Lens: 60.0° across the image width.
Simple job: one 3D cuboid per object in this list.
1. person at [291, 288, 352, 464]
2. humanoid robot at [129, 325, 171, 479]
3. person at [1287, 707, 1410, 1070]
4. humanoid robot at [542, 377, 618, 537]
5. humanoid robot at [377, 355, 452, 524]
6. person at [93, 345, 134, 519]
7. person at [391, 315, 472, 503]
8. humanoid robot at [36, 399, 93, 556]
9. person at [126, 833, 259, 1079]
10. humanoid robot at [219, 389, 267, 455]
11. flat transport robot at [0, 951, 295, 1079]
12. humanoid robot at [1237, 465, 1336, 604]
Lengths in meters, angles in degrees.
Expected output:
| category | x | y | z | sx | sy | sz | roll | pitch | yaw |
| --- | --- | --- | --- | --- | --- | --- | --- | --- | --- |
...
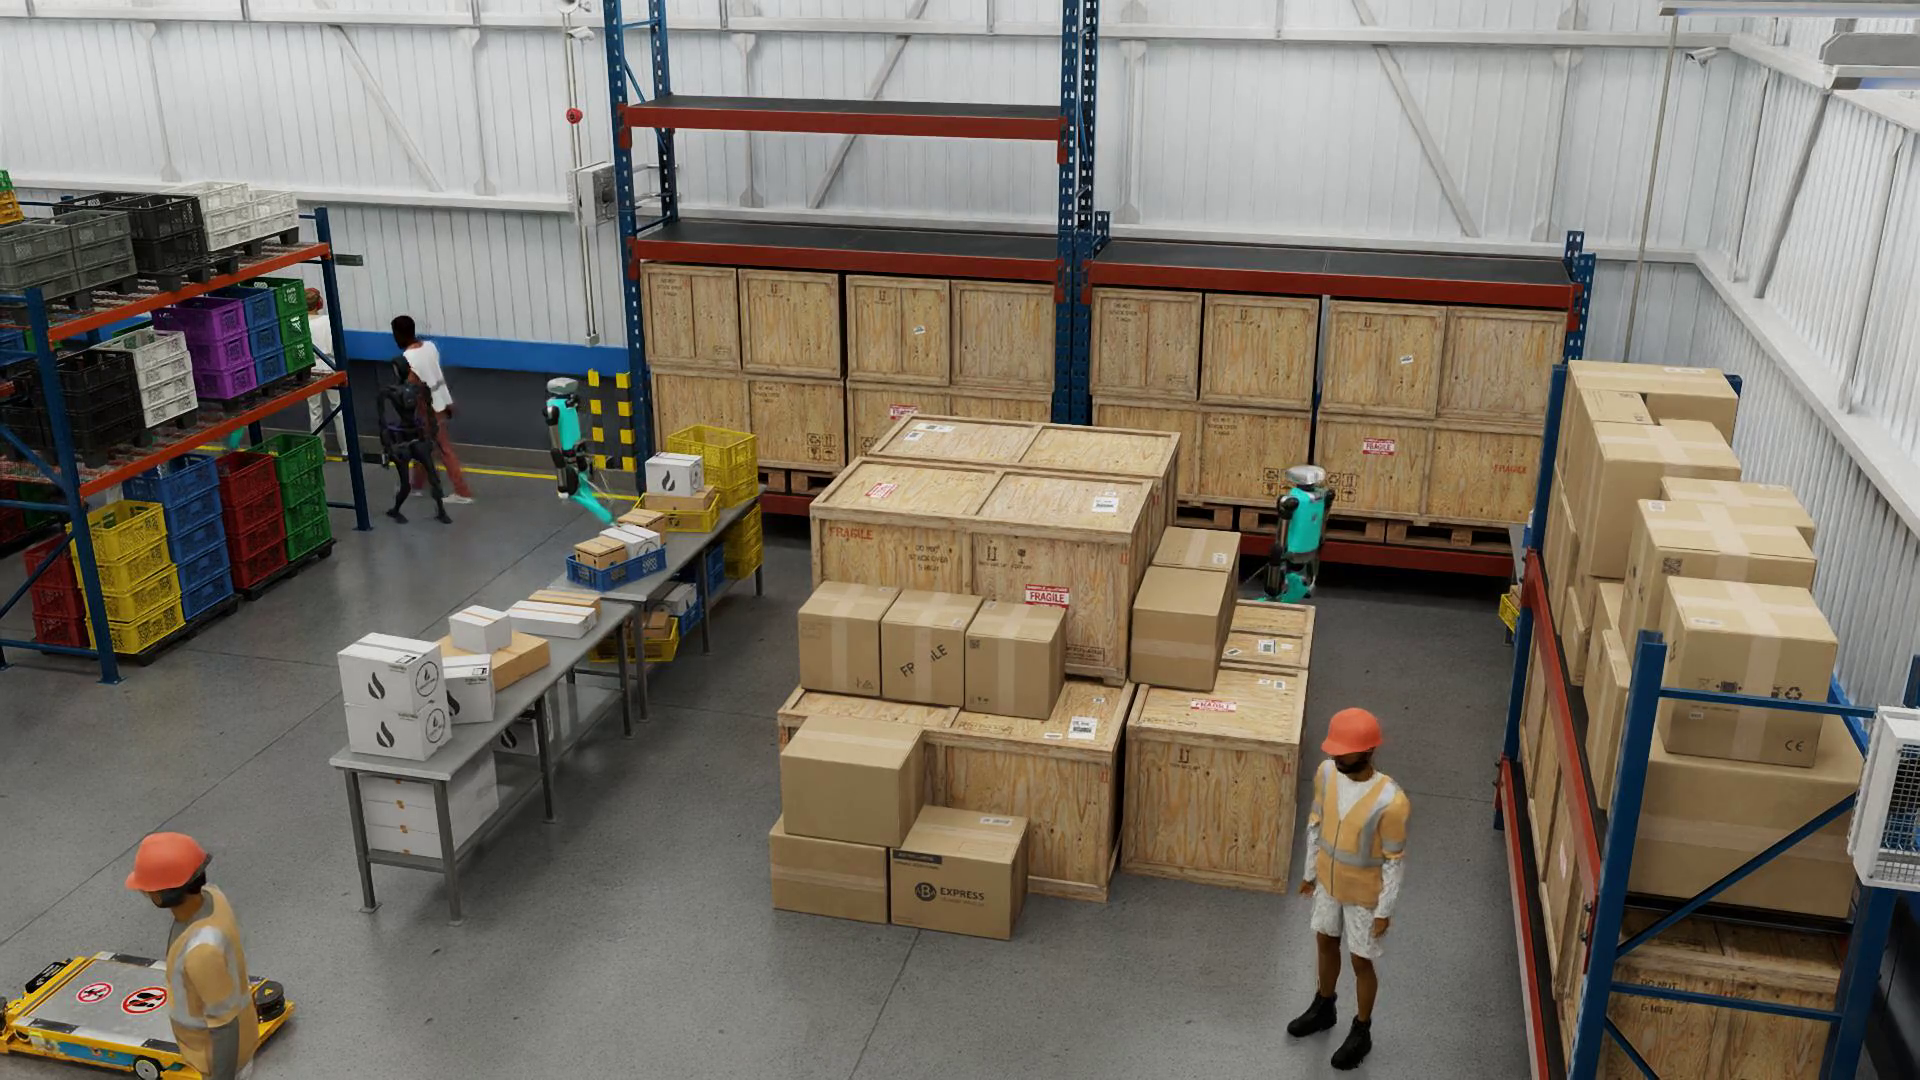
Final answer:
| category | x | y | z | sx | sy | sz | roll | pitch | yaw |
| --- | --- | --- | --- | --- | --- | --- | --- | --- | --- |
| person | -6.634 | -1.696 | 17.273 | 0.563 | 1.846 | 0.391 | -5 | 21 | -13 |
| humanoid robot | -7.978 | -1.321 | 16.500 | 0.831 | 1.793 | 0.532 | 17 | 27 | 38 |
| person | 1.915 | 1.712 | 8.251 | 0.382 | 1.924 | 0.559 | -15 | 25 | -33 |
| humanoid robot | -3.150 | -0.458 | 14.344 | 0.737 | 1.890 | 0.547 | 4 | 21 | 11 |
| humanoid robot | -5.148 | -0.933 | 15.549 | 0.587 | 1.626 | 0.496 | -18 | 28 | -40 |
| person | -7.693 | -0.896 | 15.189 | 0.429 | 1.839 | 0.633 | -4 | 21 | -10 |
| person | -5.228 | -1.252 | 16.092 | 0.950 | 1.862 | 0.602 | 2 | 21 | 5 |
| humanoid robot | -7.585 | -0.423 | 14.179 | 0.611 | 1.654 | 0.403 | 17 | 27 | 38 |
| person | -3.155 | 2.127 | 7.002 | 0.384 | 2.039 | 0.613 | -10 | 23 | -24 |
| humanoid robot | -7.217 | -1.322 | 16.550 | 0.776 | 1.849 | 0.535 | 3 | 21 | 7 |
| flat transport robot | -4.270 | 2.464 | 8.601 | 1.431 | 0.231 | 0.659 | 5 | 22 | 13 |
| humanoid robot | 2.342 | 0.264 | 12.312 | 0.558 | 1.796 | 0.672 | -16 | 26 | -36 |
